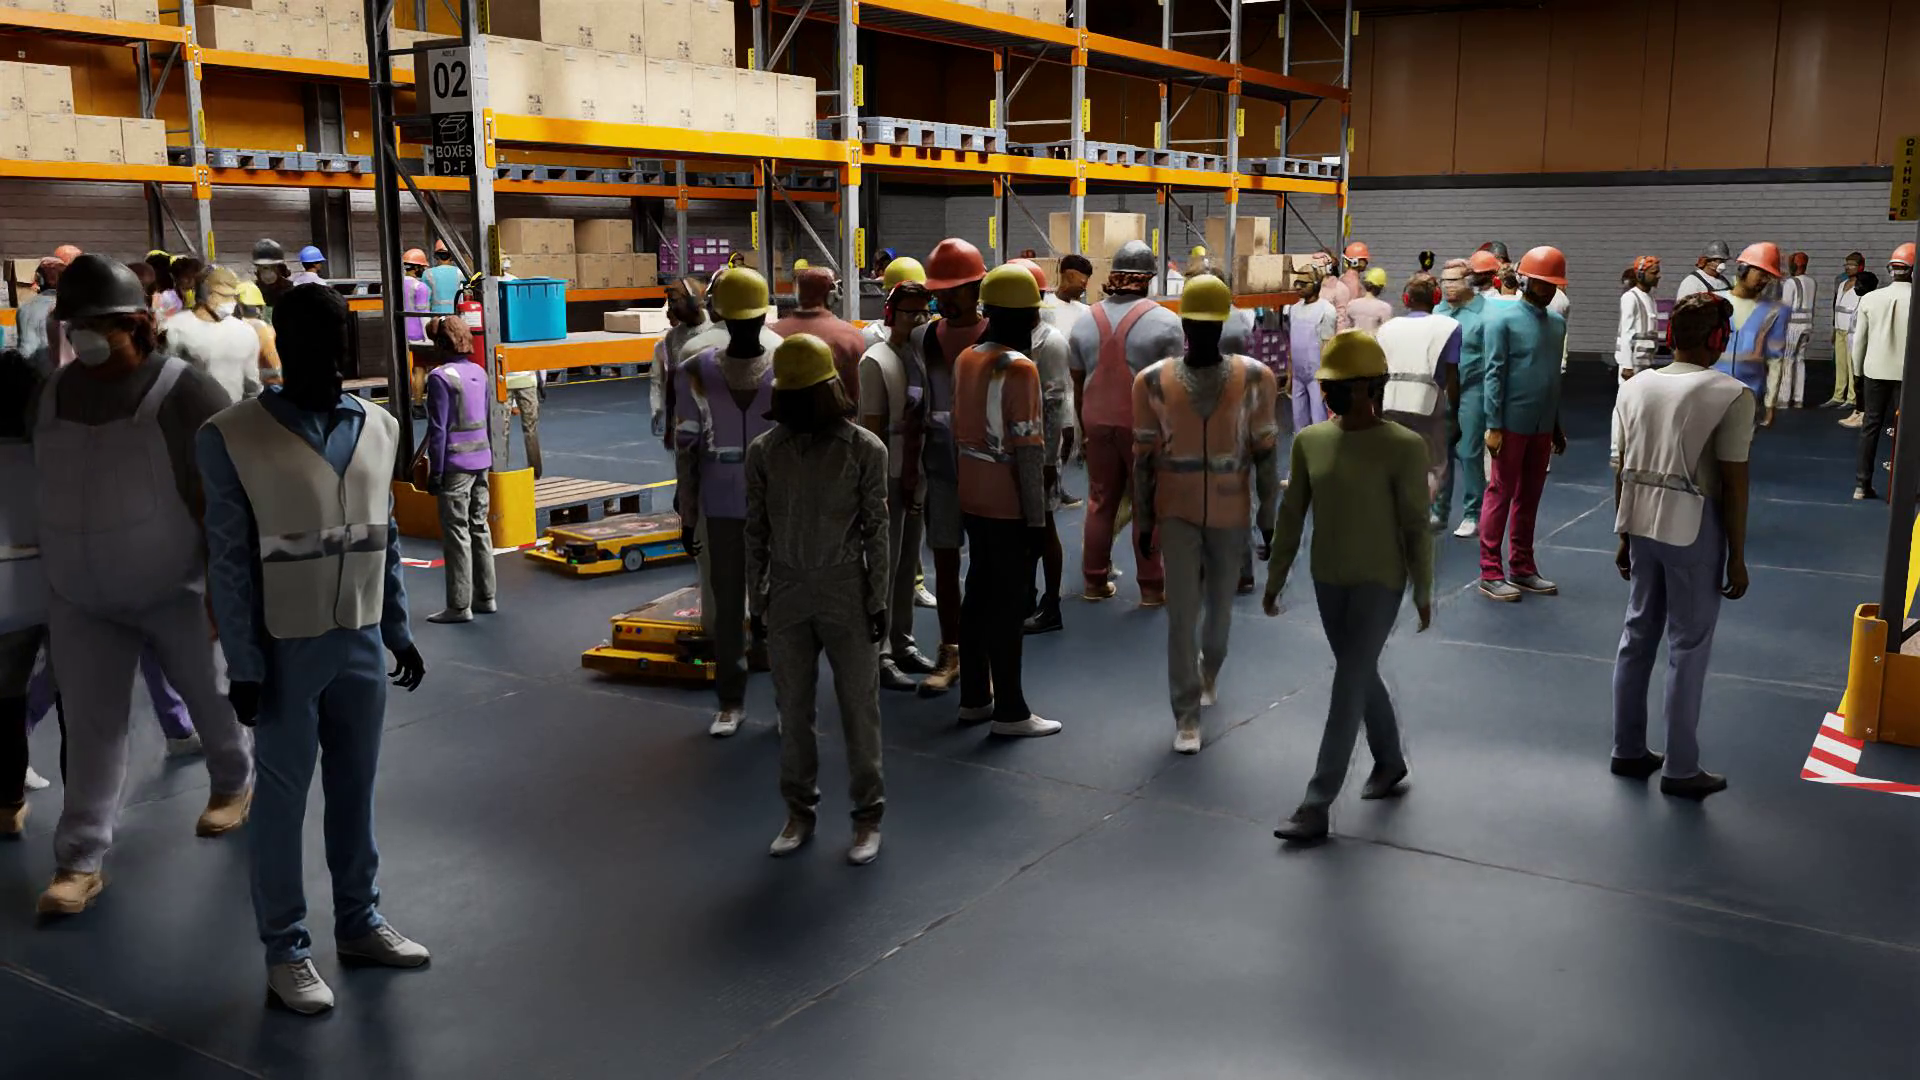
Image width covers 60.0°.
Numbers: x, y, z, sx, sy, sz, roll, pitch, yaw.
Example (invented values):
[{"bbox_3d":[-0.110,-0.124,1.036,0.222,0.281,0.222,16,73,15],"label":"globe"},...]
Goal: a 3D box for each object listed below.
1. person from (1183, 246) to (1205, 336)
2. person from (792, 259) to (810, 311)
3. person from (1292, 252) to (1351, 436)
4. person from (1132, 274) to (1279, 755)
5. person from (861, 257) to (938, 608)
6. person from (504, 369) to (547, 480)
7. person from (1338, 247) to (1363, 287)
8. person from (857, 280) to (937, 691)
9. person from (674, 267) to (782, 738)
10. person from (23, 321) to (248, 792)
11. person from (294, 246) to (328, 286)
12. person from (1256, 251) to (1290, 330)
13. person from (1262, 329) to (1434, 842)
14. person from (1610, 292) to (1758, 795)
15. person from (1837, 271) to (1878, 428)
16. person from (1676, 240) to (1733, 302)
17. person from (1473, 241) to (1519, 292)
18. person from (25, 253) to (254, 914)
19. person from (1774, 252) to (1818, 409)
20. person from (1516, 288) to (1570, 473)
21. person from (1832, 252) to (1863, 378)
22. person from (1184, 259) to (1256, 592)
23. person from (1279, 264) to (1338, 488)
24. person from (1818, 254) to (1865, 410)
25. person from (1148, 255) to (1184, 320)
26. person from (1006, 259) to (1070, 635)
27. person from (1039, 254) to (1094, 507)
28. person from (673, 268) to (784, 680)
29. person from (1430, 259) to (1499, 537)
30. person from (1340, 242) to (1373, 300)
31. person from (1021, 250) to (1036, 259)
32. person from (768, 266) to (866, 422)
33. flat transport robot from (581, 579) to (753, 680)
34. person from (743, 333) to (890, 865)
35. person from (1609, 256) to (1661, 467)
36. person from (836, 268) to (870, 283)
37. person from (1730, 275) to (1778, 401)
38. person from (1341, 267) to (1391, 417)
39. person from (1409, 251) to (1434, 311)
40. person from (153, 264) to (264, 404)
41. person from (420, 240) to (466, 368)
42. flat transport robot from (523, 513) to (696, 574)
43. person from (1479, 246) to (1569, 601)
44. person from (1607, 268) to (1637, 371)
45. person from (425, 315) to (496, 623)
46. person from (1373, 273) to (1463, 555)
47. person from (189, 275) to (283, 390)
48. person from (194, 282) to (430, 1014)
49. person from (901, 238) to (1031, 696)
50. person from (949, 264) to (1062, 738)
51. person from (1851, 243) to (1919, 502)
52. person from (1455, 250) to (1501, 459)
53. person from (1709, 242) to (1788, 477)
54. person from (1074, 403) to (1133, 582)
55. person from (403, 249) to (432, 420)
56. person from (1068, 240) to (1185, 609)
[{"bbox_3d":[3.643,-3.548,25.608,0.371,1.927,0.588,6,12,30],"label":"person"},{"bbox_3d":[-2.336,-3.280,24.630,0.294,1.744,0.486,-1,10,-8],"label":"person"},{"bbox_3d":[3.677,-1.982,17.026,0.394,1.899,0.642,-8,13,-38],"label":"person"},{"bbox_3d":[1.002,-0.147,6.875,0.592,1.897,0.921,1,10,3],"label":"person"},{"bbox_3d":[-0.303,-0.554,9.009,0.360,1.930,0.587,9,14,41],"label":"person"},{"bbox_3d":[-3.667,-1.249,13.714,0.527,1.626,0.327,-4,11,-19],"label":"person"},{"bbox_3d":[4.755,-2.599,20.236,0.362,1.965,0.612,-1,10,-4],"label":"person"},{"bbox_3d":[-0.283,-0.259,7.615,0.393,1.842,0.564,5,11,26],"label":"person"},{"bbox_3d":[-0.852,-0.137,6.749,0.588,1.916,0.399,0,10,-2],"label":"person"},{"bbox_3d":[-3.254,0.014,6.194,0.931,1.824,0.519,-6,12,-30],"label":"person"},{"bbox_3d":[-7.382,-2.376,19.051,0.607,1.949,0.381,7,12,34],"label":"person"},{"bbox_3d":[4.807,-3.563,25.946,0.676,1.858,0.625,-8,13,-36],"label":"person"},{"bbox_3d":[1.369,0.134,5.767,0.892,1.726,0.540,-9,14,-42],"label":"person"},{"bbox_3d":[2.626,0.016,6.117,0.393,1.836,0.560,-5,11,-25],"label":"person"},{"bbox_3d":[9.776,-2.059,18.020,0.319,1.690,0.528,4,11,19],"label":"person"},{"bbox_3d":[7.693,-2.068,17.089,0.681,2.000,0.535,-6,12,-30],"label":"person"},{"bbox_3d":[6.356,-2.536,19.685,0.719,2.000,0.538,3,11,14],"label":"person"},{"bbox_3d":[-2.620,0.060,5.300,0.689,2.000,1.047,0,10,0],"label":"person"},{"bbox_3d":[10.056,-2.517,20.042,0.584,1.878,0.369,-6,12,-31],"label":"person"},{"bbox_3d":[4.923,-1.508,14.388,0.645,1.900,0.399,-4,11,-23],"label":"person"},{"bbox_3d":[13.062,-3.285,24.374,0.508,1.846,0.345,8,13,37],"label":"person"},{"bbox_3d":[1.394,-0.643,9.556,0.722,1.912,0.660,0,10,-2],"label":"person"},{"bbox_3d":[2.822,-1.301,13.425,0.349,1.837,0.502,-6,12,-29],"label":"person"},{"bbox_3d":[10.644,-2.476,19.878,0.388,1.849,0.565,-1,10,-5],"label":"person"},{"bbox_3d":[2.895,-3.223,23.953,0.651,1.880,0.851,3,11,17],"label":"person"},{"bbox_3d":[0.339,-0.478,8.604,0.386,1.929,0.543,-6,12,-28],"label":"person"},{"bbox_3d":[0.662,-1.143,12.313,0.727,1.926,0.369,-9,14,-41],"label":"person"},{"bbox_3d":[-1.052,-0.302,7.717,0.654,1.897,0.403,-10,14,-44],"label":"person"},{"bbox_3d":[3.403,-0.968,11.413,0.399,1.897,0.681,-7,12,-35],"label":"person"},{"bbox_3d":[4.333,-2.279,18.382,0.386,1.992,0.624,1,10,4],"label":"person"},{"bbox_3d":[1.095,-3.524,25.631,0.353,1.877,0.571,2,10,12],"label":"person"},{"bbox_3d":[-0.716,-0.538,9.074,0.648,1.876,0.821,5,12,28],"label":"person"},{"bbox_3d":[-1.221,0.409,8.270,0.652,0.197,1.431,3,11,19],"label":"flat transport robot"},{"bbox_3d":[-0.473,0.195,5.416,0.492,1.729,0.324,2,10,11],"label":"person"},{"bbox_3d":[6.043,-1.584,14.849,0.354,1.881,0.576,9,13,40],"label":"person"},{"bbox_3d":[-1.132,-2.193,18.176,0.607,1.903,0.412,-2,10,-10],"label":"person"},{"bbox_3d":[9.975,-2.728,21.004,0.608,1.946,0.406,1,10,3],"label":"person"},{"bbox_3d":[4.097,-1.864,16.757,0.542,1.763,0.330,8,13,39],"label":"person"},{"bbox_3d":[7.059,-3.490,25.484,0.330,1.862,0.523,0,10,2],"label":"person"},{"bbox_3d":[-4.241,-0.593,9.312,0.835,1.905,0.660,7,12,33],"label":"person"},{"bbox_3d":[-6.345,-2.708,20.629,0.614,2.043,0.374,-3,11,-18],"label":"person"},{"bbox_3d":[-1.974,-0.008,10.579,1.431,0.197,0.652,-9,14,-42],"label":"flat transport robot"},{"bbox_3d":[3.205,-0.655,9.409,0.609,1.986,0.390,-7,12,-32],"label":"person"},{"bbox_3d":[10.270,-3.359,25.473,0.745,1.578,0.511,-2,10,-11],"label":"person"},{"bbox_3d":[-2.663,-0.380,8.874,0.321,1.631,0.527,2,10,12],"label":"person"},{"bbox_3d":[2.893,-0.784,10.603,0.600,1.815,0.556,8,13,38],"label":"person"},{"bbox_3d":[-4.226,-0.685,9.943,0.593,1.873,0.716,4,11,19],"label":"person"},{"bbox_3d":[-1.727,0.273,4.476,0.391,1.913,0.587,6,12,31],"label":"person"},{"bbox_3d":[0.008,-0.293,7.306,0.612,2.029,0.407,4,11,22],"label":"person"},{"bbox_3d":[0.182,-0.156,6.810,0.366,1.926,0.594,-6,12,-29],"label":"person"},{"bbox_3d":[7.254,-1.288,12.894,0.388,1.992,0.625,-9,13,-40],"label":"person"},{"bbox_3d":[4.765,-1.681,15.250,0.403,1.927,0.557,-2,10,-9],"label":"person"},{"bbox_3d":[5.132,-0.975,11.129,0.688,2.005,0.473,3,11,18],"label":"person"},{"bbox_3d":[0.863,-0.530,9.720,0.507,1.617,0.430,8,13,38],"label":"person"},{"bbox_3d":[-6.151,-2.315,18.797,0.549,1.924,0.387,7,12,34],"label":"person"},{"bbox_3d":[0.960,-0.649,9.225,0.684,2.000,0.535,7,12,33],"label":"person"}]
